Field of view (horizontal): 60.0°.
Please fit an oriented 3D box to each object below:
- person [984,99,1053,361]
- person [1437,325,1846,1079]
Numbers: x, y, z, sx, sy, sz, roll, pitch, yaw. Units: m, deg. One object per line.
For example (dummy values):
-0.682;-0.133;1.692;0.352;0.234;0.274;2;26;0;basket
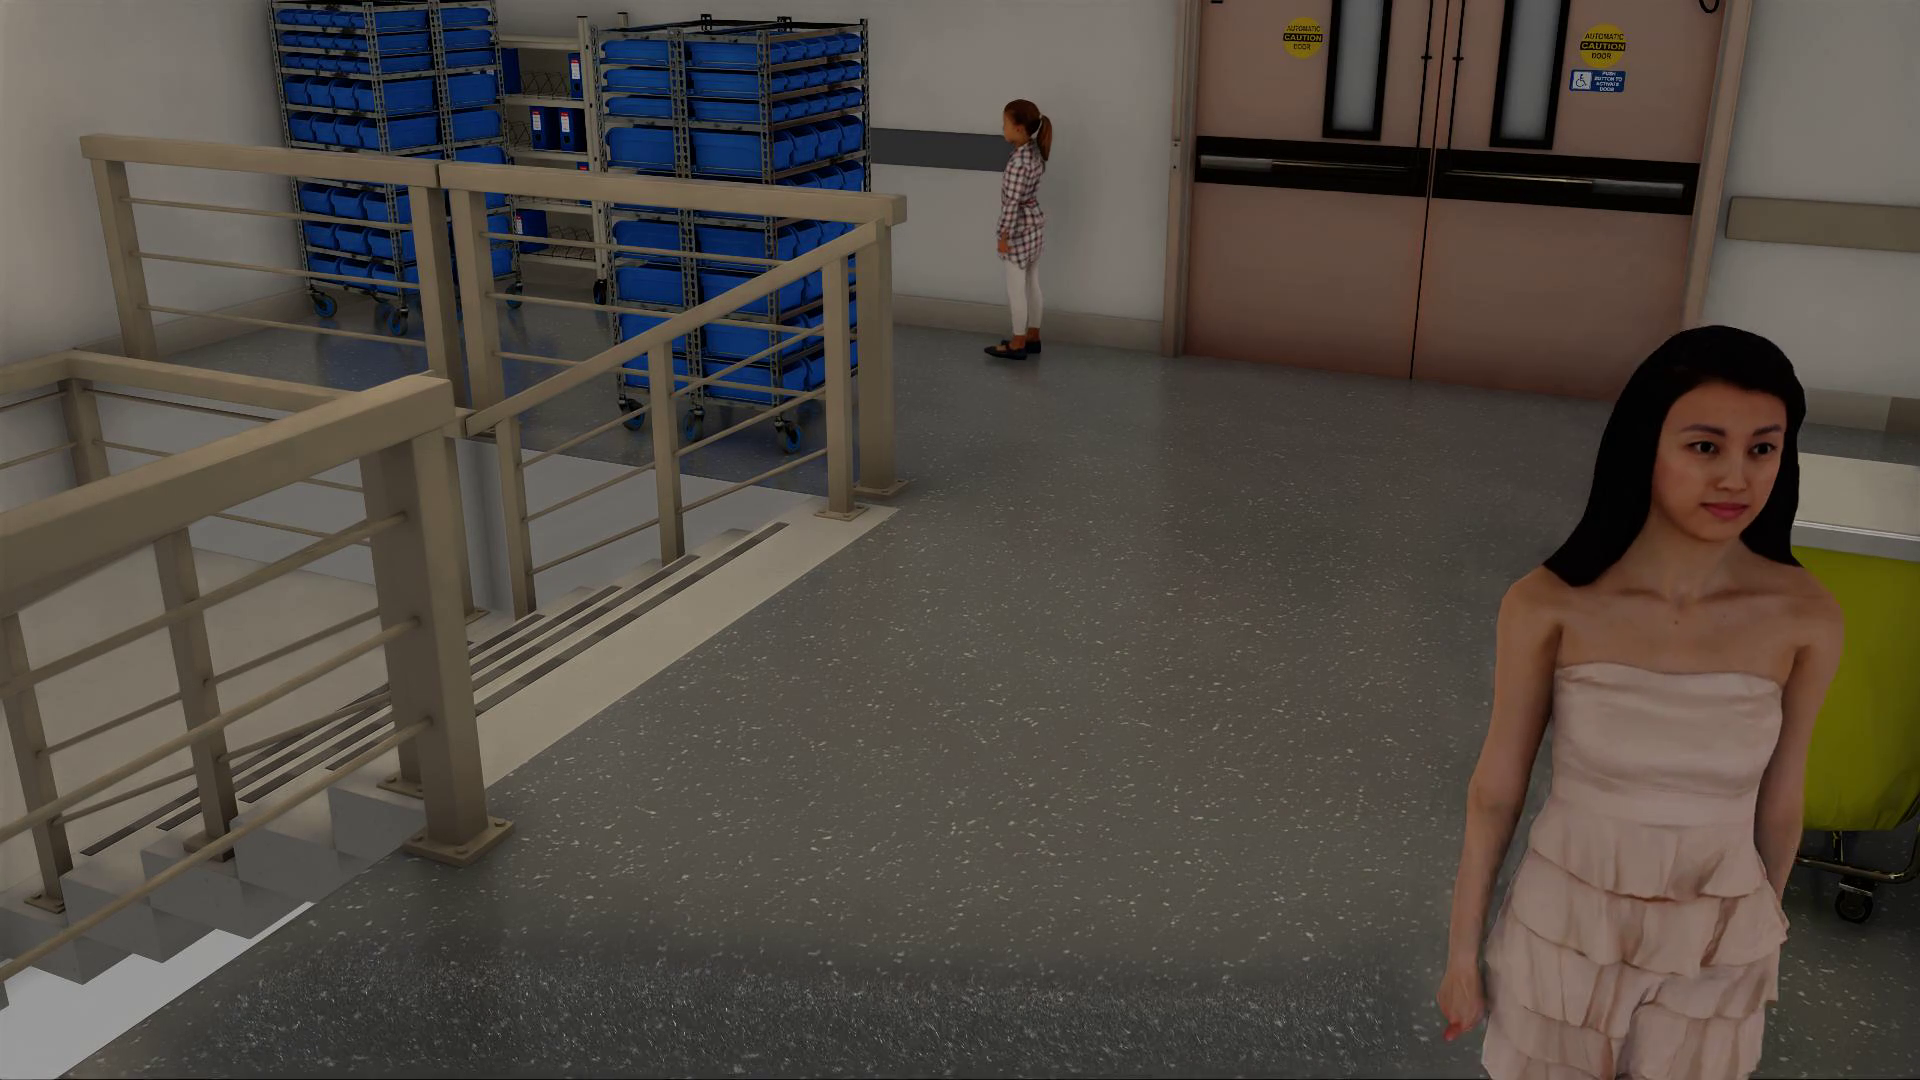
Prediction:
0.338;-1.591;8.508;0.526;1.311;0.531;9;22;22;person
0.889;0.549;2.293;1.008;1.711;0.765;5;21;13;person
